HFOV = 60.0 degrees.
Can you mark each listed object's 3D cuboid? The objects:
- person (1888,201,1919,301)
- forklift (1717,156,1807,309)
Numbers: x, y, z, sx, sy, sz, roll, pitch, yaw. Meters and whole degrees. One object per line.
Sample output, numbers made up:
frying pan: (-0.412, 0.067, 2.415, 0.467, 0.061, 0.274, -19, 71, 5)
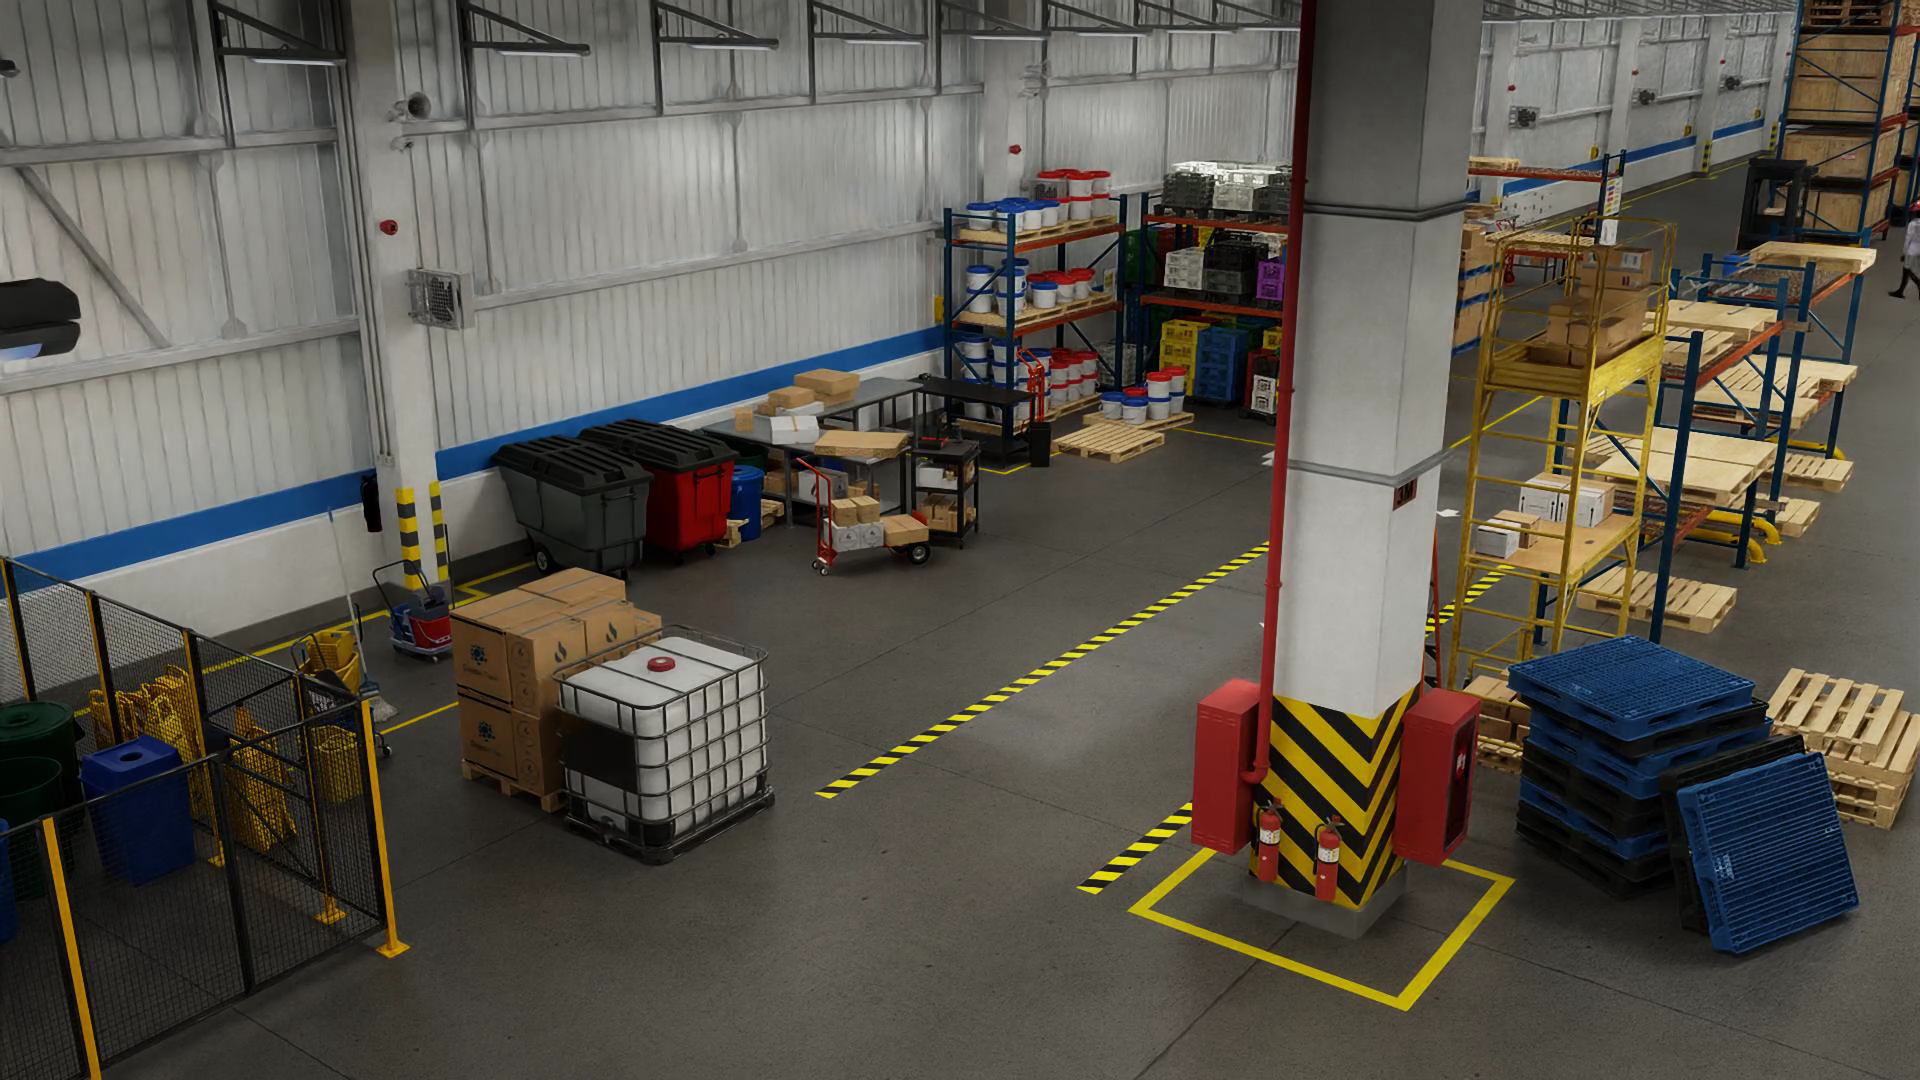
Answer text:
person: (18.618, -5.615, 32.348, 0.551, 1.910, 0.845, -8, 20, -23)
forklift: (15.183, -5.773, 31.288, 1.129, 2.768, 1.873, 13, 22, 34)
